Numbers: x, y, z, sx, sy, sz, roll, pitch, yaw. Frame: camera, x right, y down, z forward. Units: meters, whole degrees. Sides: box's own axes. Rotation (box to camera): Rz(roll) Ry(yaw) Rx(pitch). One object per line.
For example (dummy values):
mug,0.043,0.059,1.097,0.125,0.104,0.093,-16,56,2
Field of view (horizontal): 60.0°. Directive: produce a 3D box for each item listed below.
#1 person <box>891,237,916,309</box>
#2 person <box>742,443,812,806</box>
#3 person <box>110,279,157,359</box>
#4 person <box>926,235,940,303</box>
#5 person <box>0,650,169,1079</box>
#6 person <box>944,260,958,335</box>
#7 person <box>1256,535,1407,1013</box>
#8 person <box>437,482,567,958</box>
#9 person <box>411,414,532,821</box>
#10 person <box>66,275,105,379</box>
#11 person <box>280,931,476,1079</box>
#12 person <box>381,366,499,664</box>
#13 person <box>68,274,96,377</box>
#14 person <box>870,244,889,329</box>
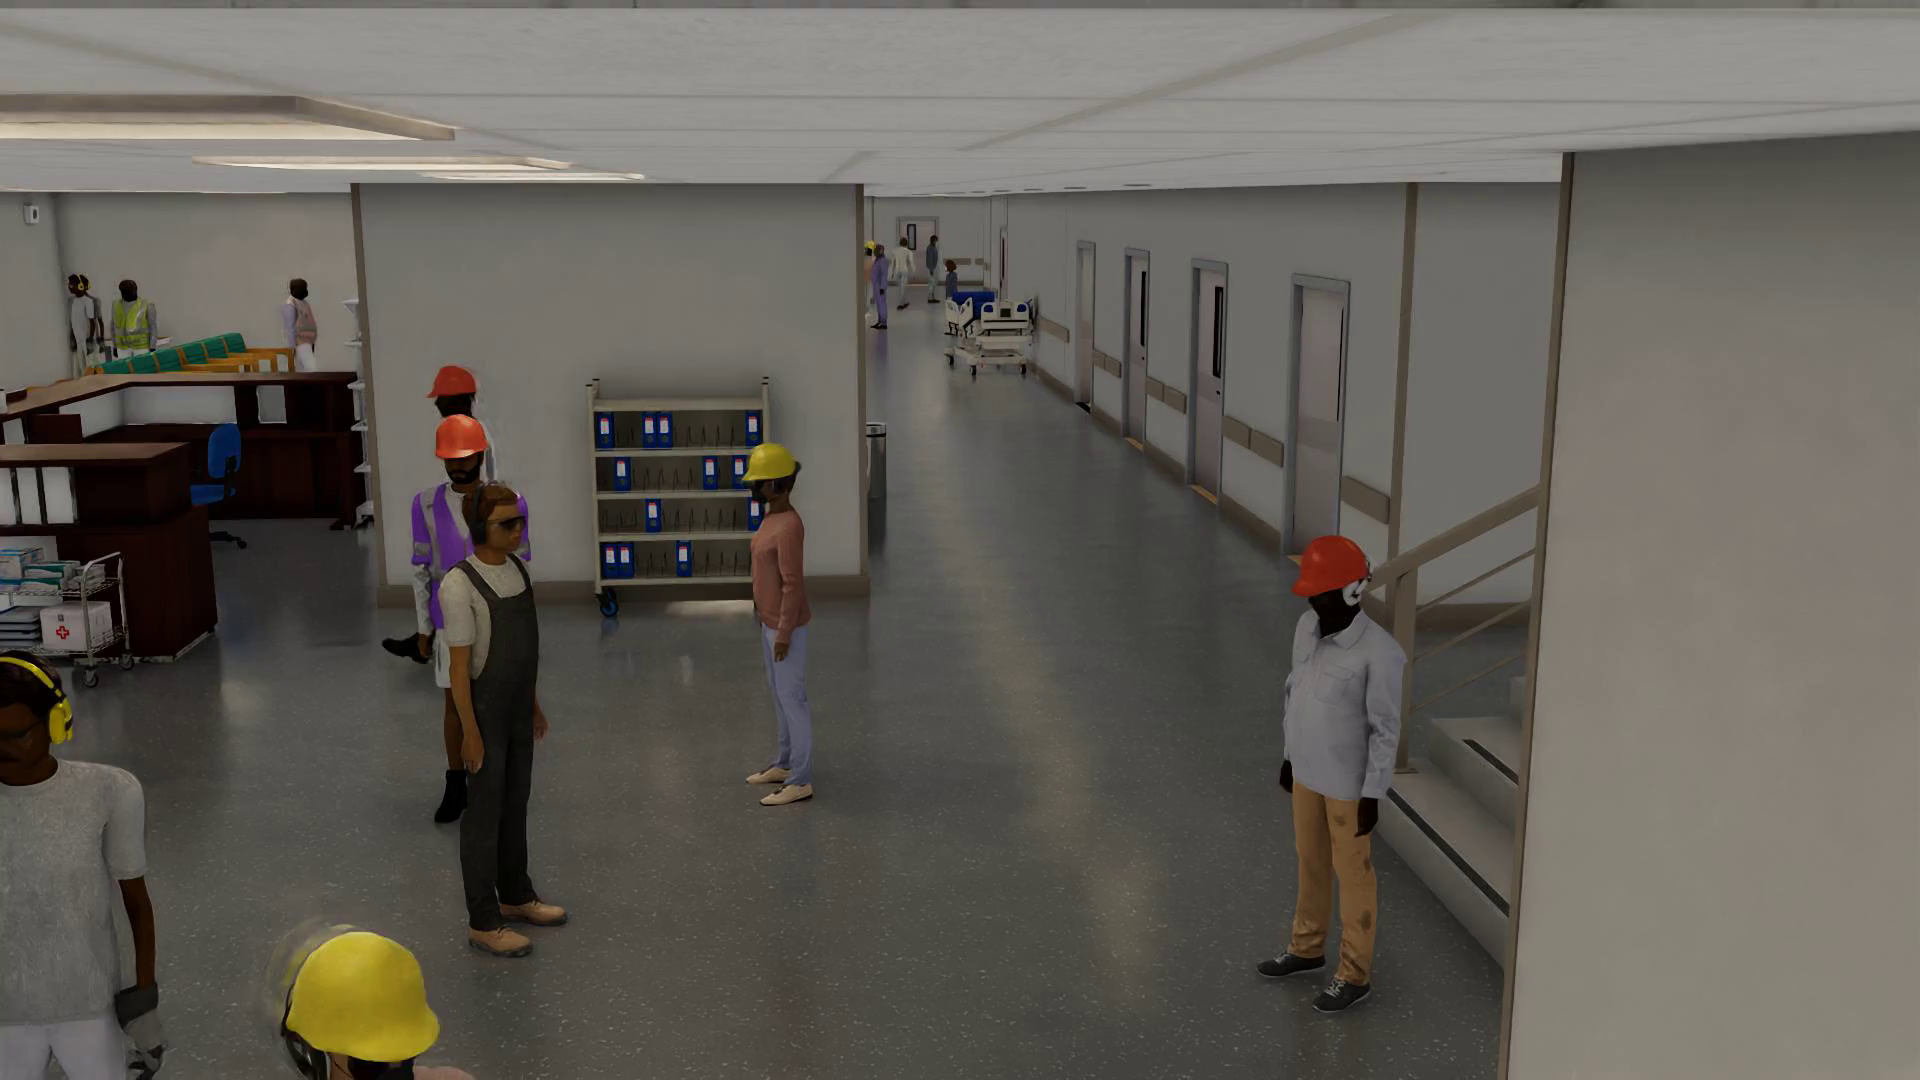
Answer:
person,-1.473,-7.181,44.783,0.659,1.895,0.949,6,13,27
person,-0.887,0.402,8.078,0.311,1.768,0.524,-4,12,-17
person,-11.335,-2.649,22.818,0.621,1.837,0.429,0,12,0
person,-0.783,-7.693,47.240,0.374,1.928,0.639,2,12,8
person,-2.226,1.171,4.078,0.521,1.865,0.327,-3,12,-12
person,-0.192,-5.253,36.055,0.282,1.624,0.495,-5,12,-21
person,1.331,0.832,6.023,0.340,1.742,0.560,-5,13,-25
person,-1.789,0.686,6.486,0.345,1.846,0.506,3,12,16
person,-2.284,0.370,7.808,0.547,1.938,0.359,-1,12,-6
person,-12.479,-2.832,23.669,0.566,1.846,0.723,-1,12,-3
person,-0.988,1.484,2.892,0.923,1.708,0.540,8,14,34
person,-3.145,-0.119,10.301,0.948,1.892,0.574,-4,12,-20
person,-12.427,-2.821,23.563,0.513,1.872,0.328,9,14,36
person,-1.845,-5.777,37.907,0.409,1.913,0.650,-3,12,-15
